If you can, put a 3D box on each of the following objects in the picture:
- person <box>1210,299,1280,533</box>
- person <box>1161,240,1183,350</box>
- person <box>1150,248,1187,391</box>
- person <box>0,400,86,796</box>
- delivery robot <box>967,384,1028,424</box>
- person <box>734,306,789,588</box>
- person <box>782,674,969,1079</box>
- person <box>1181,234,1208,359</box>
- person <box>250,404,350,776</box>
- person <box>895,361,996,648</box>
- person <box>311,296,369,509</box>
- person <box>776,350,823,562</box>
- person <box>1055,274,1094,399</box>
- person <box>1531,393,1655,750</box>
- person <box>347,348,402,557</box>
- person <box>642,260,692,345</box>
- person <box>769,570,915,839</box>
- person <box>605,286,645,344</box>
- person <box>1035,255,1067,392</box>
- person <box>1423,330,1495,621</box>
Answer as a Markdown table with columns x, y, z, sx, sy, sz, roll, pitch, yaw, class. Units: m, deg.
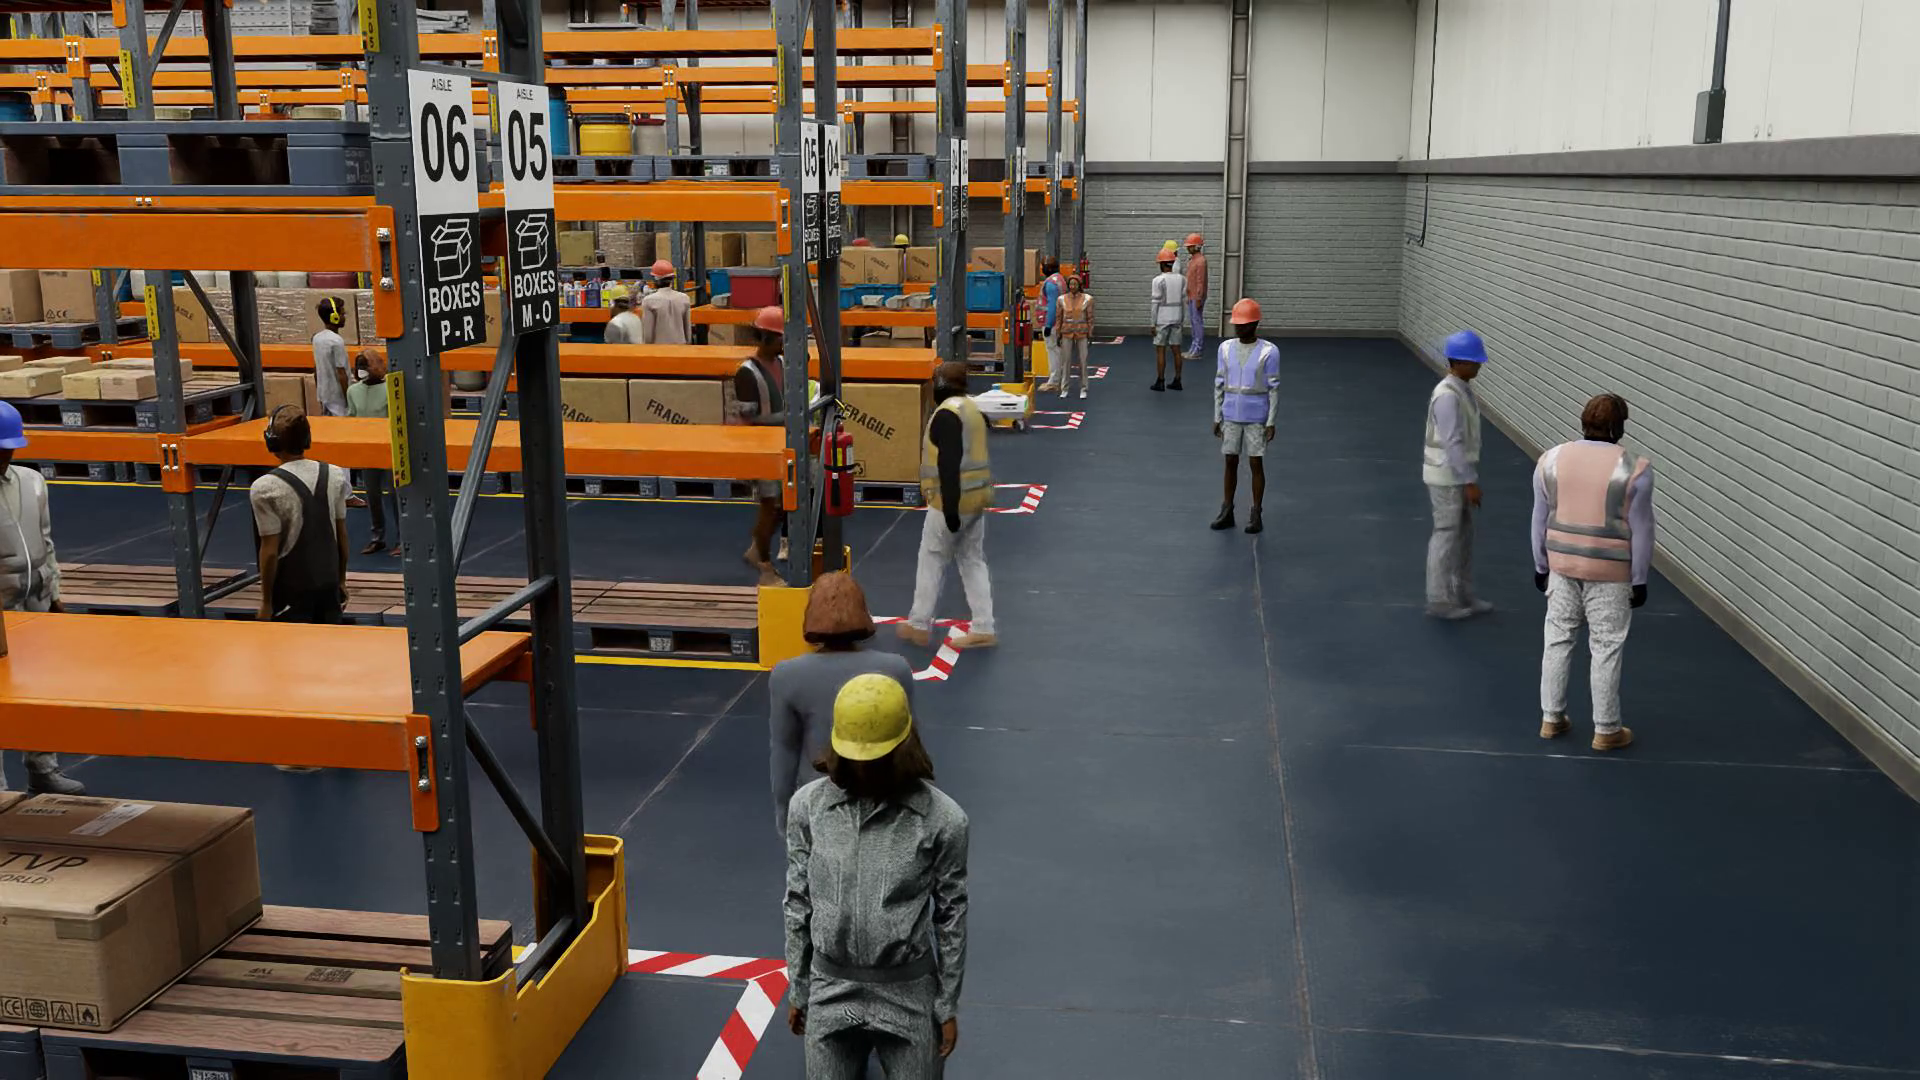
| x | y | z | sx | sy | sz | roll | pitch | yaw | class |
| --- | --- | --- | --- | --- | --- | --- | --- | --- | --- |
| 2.339 | -1.017 | 13.706 | 0.551 | 1.933 | 0.376 | 7 | 14 | 30 | person |
| 3.542 | -4.107 | 27.923 | 0.404 | 1.821 | 0.593 | 0 | 12 | 0 | person |
| 2.805 | -2.984 | 22.608 | 0.548 | 1.929 | 0.386 | -6 | 14 | -25 | person |
| -4.405 | 0.314 | 7.690 | 0.400 | 1.938 | 0.602 | 4 | 13 | 19 | person |
| 0.414 | -1.537 | 18.978 | 0.707 | 0.478 | 0.477 | -1 | 13 | -6 | delivery robot |
| -1.352 | -0.647 | 11.821 | 0.403 | 2.027 | 0.654 | 6 | 14 | 25 | person |
| -0.223 | 1.173 | 4.271 | 0.484 | 1.738 | 0.305 | 2 | 13 | 10 | person |
| 3.738 | -3.880 | 26.517 | 0.408 | 1.986 | 0.613 | -1 | 13 | -5 | person |
| -3.238 | 0.247 | 8.202 | 0.345 | 1.846 | 0.508 | 7 | 15 | 31 | person |
| -0.093 | -0.216 | 10.444 | 0.738 | 1.790 | 0.696 | 5 | 14 | 23 | person |
| -5.506 | -1.210 | 14.722 | 0.518 | 1.874 | 0.330 | 12 | 17 | 42 | person |
| -1.222 | -0.658 | 12.641 | 0.538 | 1.690 | 0.320 | 1 | 13 | 3 | person |
| 1.505 | -2.666 | 21.847 | 0.508 | 1.629 | 0.317 | 2 | 13 | 9 | person |
| 3.269 | 0.159 | 8.608 | 0.430 | 1.845 | 0.623 | -12 | 17 | -43 | person |
| -4.503 | -0.677 | 12.880 | 0.494 | 1.624 | 0.279 | 3 | 13 | 15 | person |
| -3.247 | -2.092 | 18.415 | 0.613 | 1.997 | 0.374 | -11 | 17 | -40 | person |
| -0.400 | 0.910 | 5.706 | 0.521 | 1.614 | 0.588 | 0 | 12 | 1 | person |
| -3.510 | -1.718 | 17.189 | 0.498 | 1.793 | 0.619 | 5 | 13 | 22 | person |
| 1.233 | -2.935 | 22.589 | 0.430 | 1.839 | 0.625 | 3 | 13 | 13 | person |
| 3.307 | -0.426 | 11.032 | 0.465 | 1.939 | 0.627 | 7 | 14 | 29 | person |
